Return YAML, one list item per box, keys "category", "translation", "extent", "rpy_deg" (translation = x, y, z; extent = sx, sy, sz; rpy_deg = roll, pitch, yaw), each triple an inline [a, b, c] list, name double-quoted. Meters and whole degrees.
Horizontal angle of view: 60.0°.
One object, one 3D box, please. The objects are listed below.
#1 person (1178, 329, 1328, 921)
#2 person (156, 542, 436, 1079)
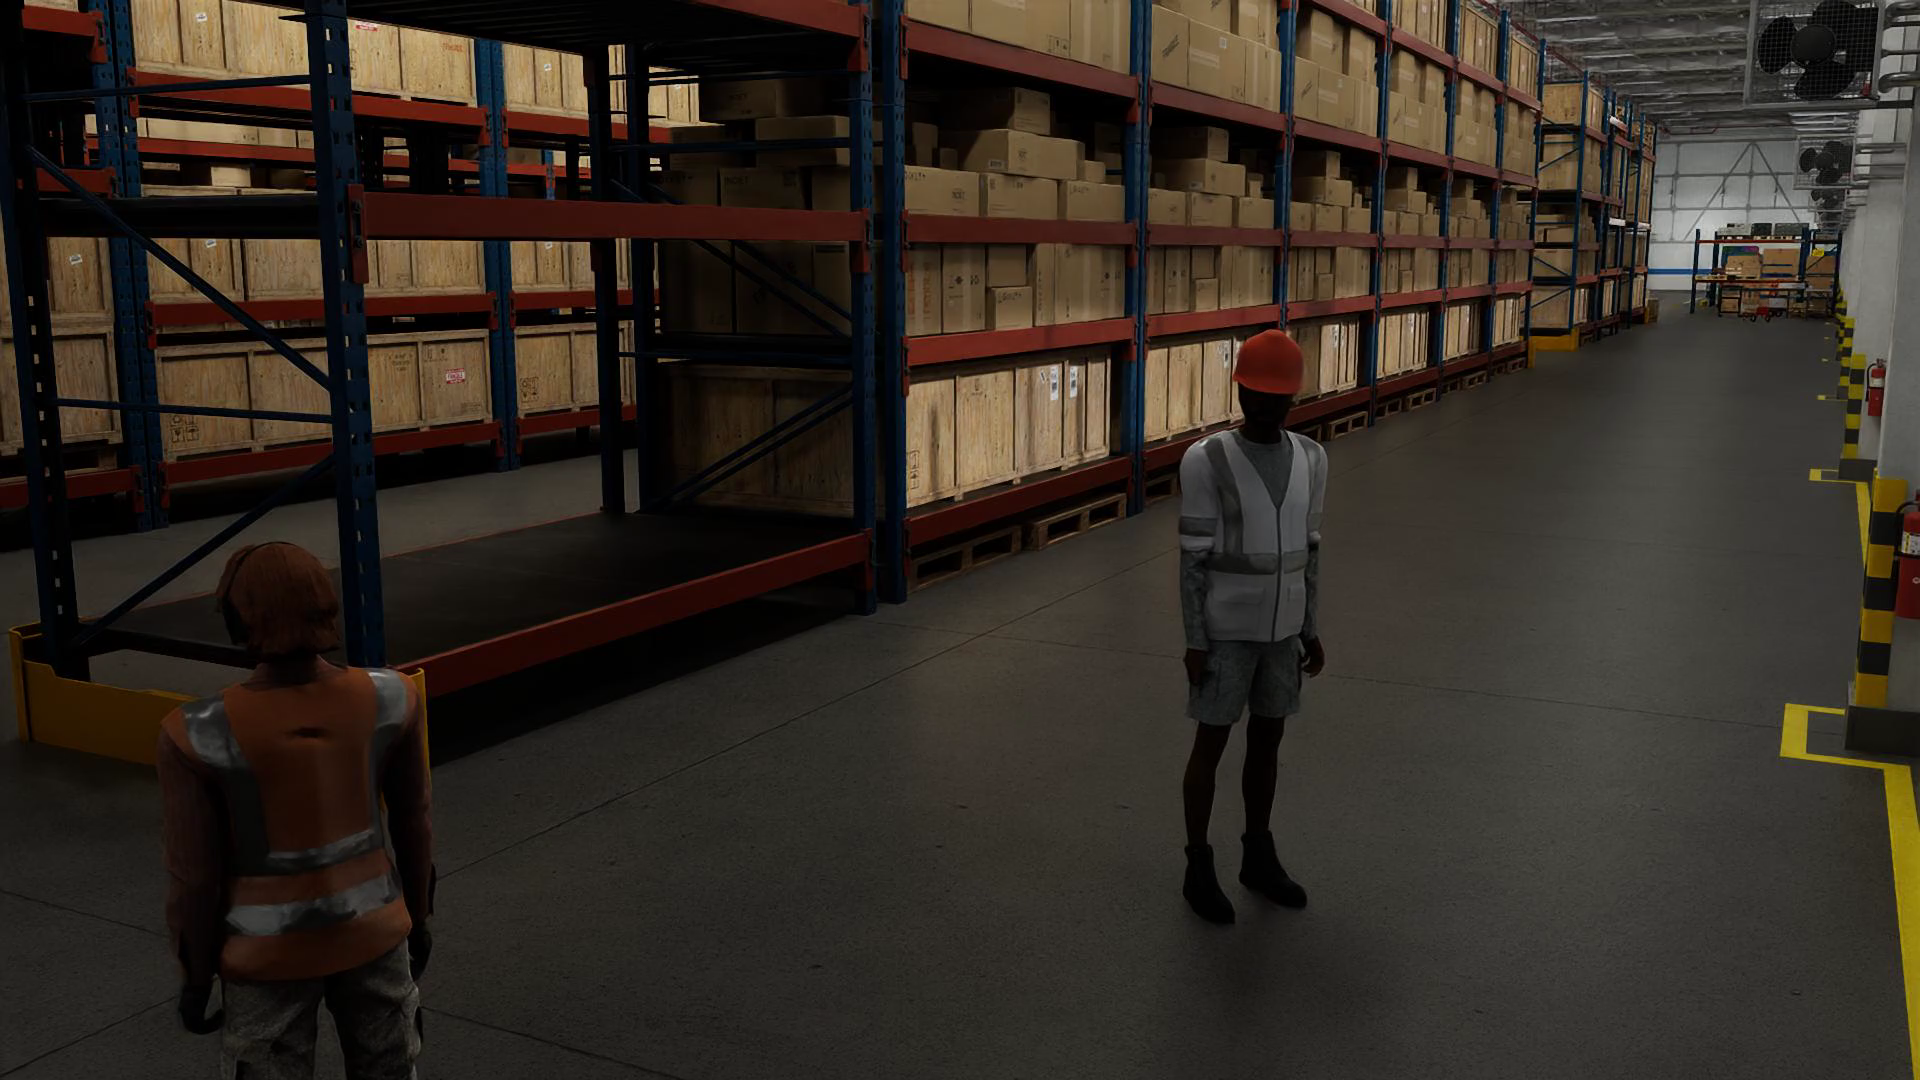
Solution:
- category: "person"
  translation: [0.975, 0.279, 5.472]
  extent: [0.546, 1.934, 0.376]
  rpy_deg: [-4, 11, -23]
- category: "person"
  translation: [-1.264, 0.810, 3.250]
  extent: [0.510, 1.639, 0.308]
  rpy_deg: [-8, 13, -39]
